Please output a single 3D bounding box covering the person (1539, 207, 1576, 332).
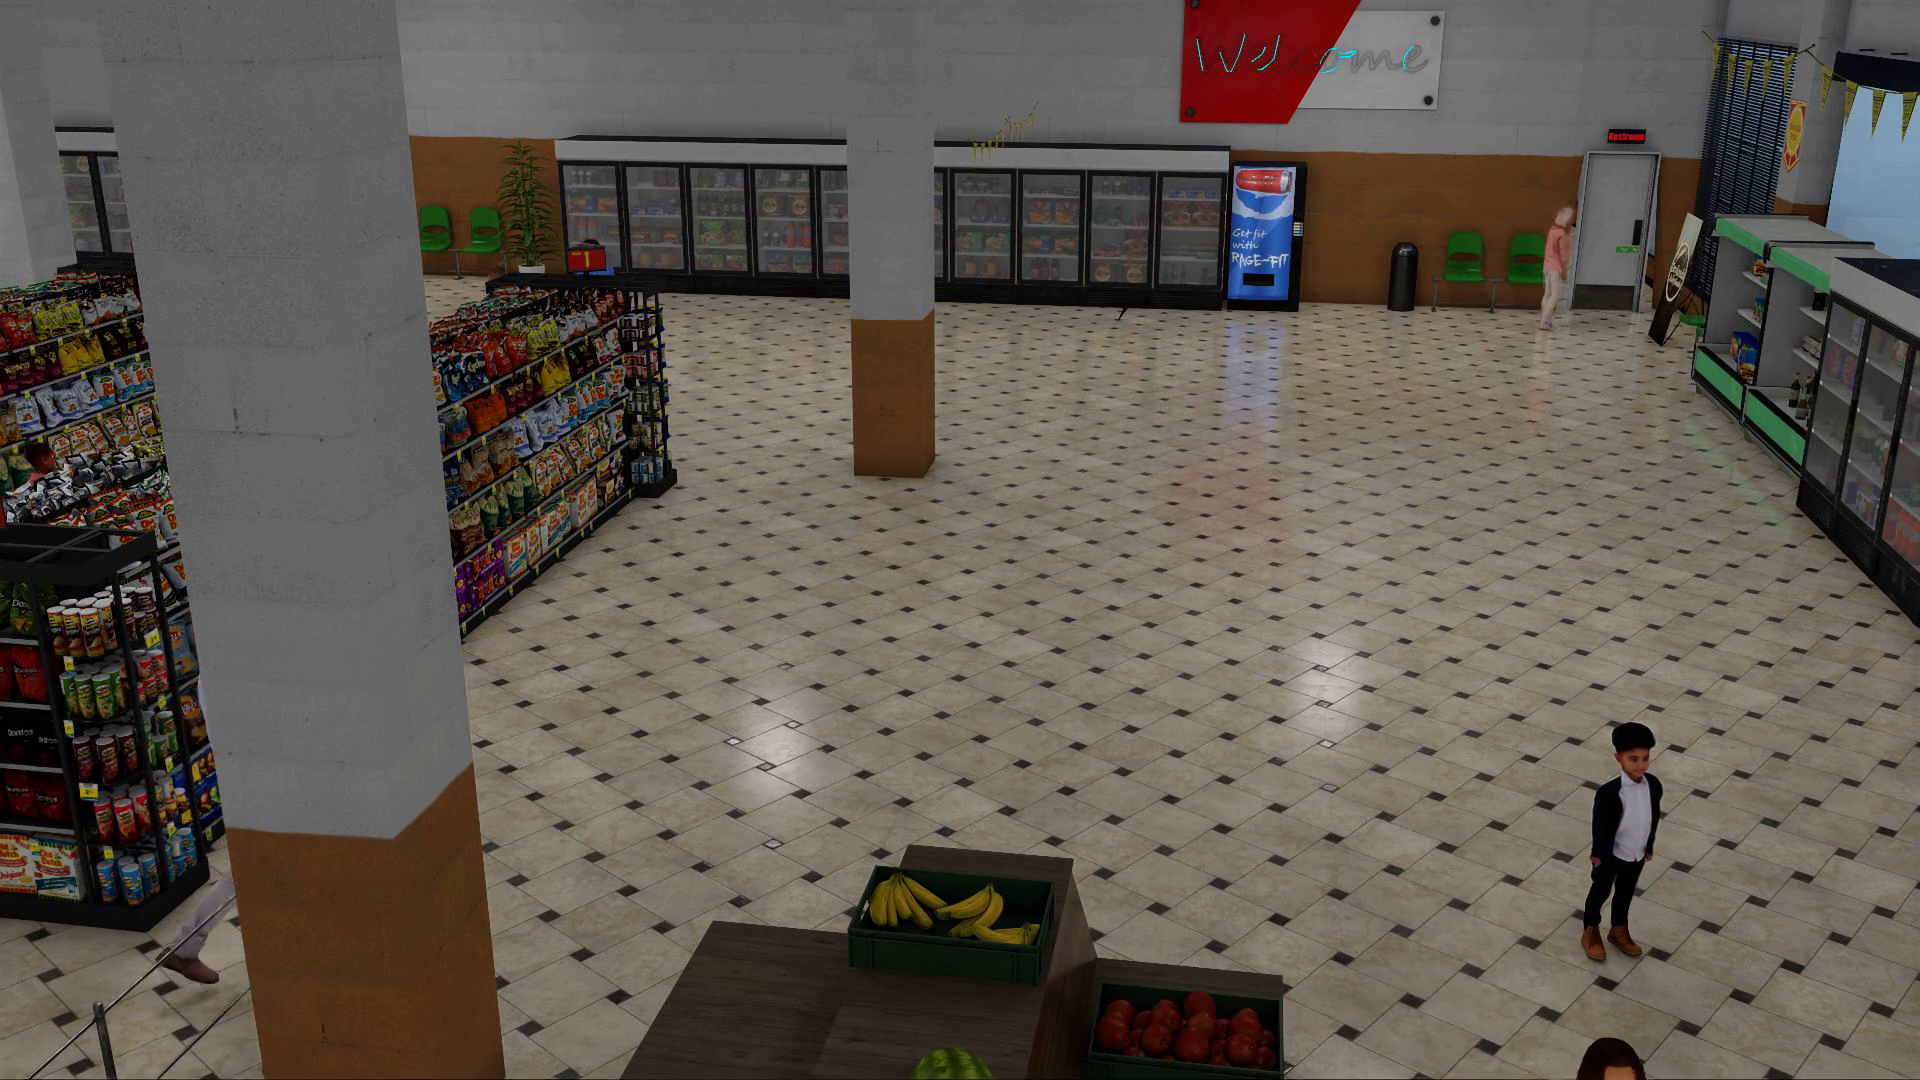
[{"bbox_3d":[8.227,-3.773,23.016,0.813,1.705,0.617,-6,20,-18],"label":"person"}]

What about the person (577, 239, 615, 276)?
[{"bbox_3d":[-4.164,-2.523,19.063,0.724,1.862,0.810,-15,24,-37],"label":"person"}]

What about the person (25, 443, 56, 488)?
[{"bbox_3d":[-7.072,-0.081,12.722,0.675,1.286,0.606,-4,19,-12],"label":"person"}]

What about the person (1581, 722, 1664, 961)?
[{"bbox_3d":[3.269,1.473,8.208,0.570,1.227,0.586,-4,19,-11],"label":"person"}]
